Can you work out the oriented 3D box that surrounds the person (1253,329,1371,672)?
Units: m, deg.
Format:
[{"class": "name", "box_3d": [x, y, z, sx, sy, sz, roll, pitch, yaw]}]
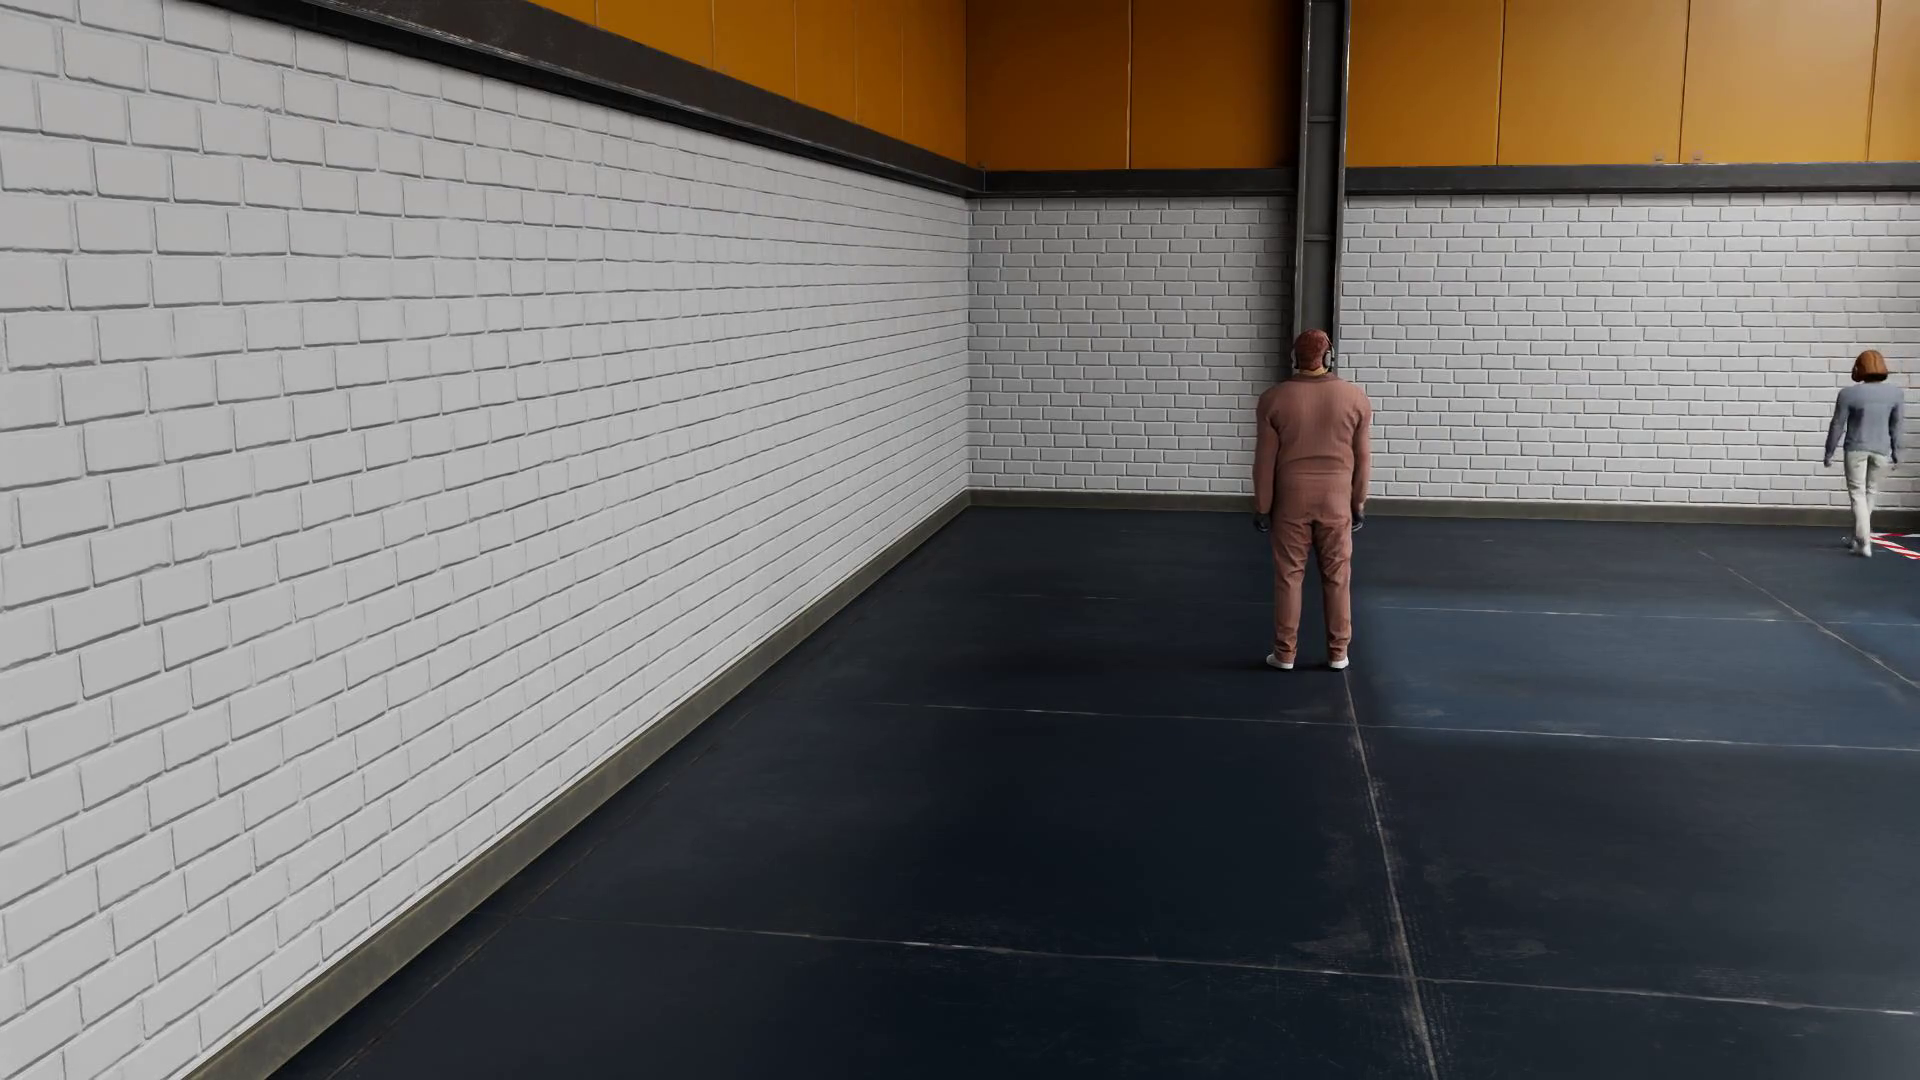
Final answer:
[{"class": "person", "box_3d": [1.941, -0.210, 9.224, 0.637, 1.904, 0.403, 1, 9, 3]}]

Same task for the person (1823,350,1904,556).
[{"class": "person", "box_3d": [7.091, -0.688, 13.092, 0.522, 1.599, 0.704, 1, 9, 4]}]
